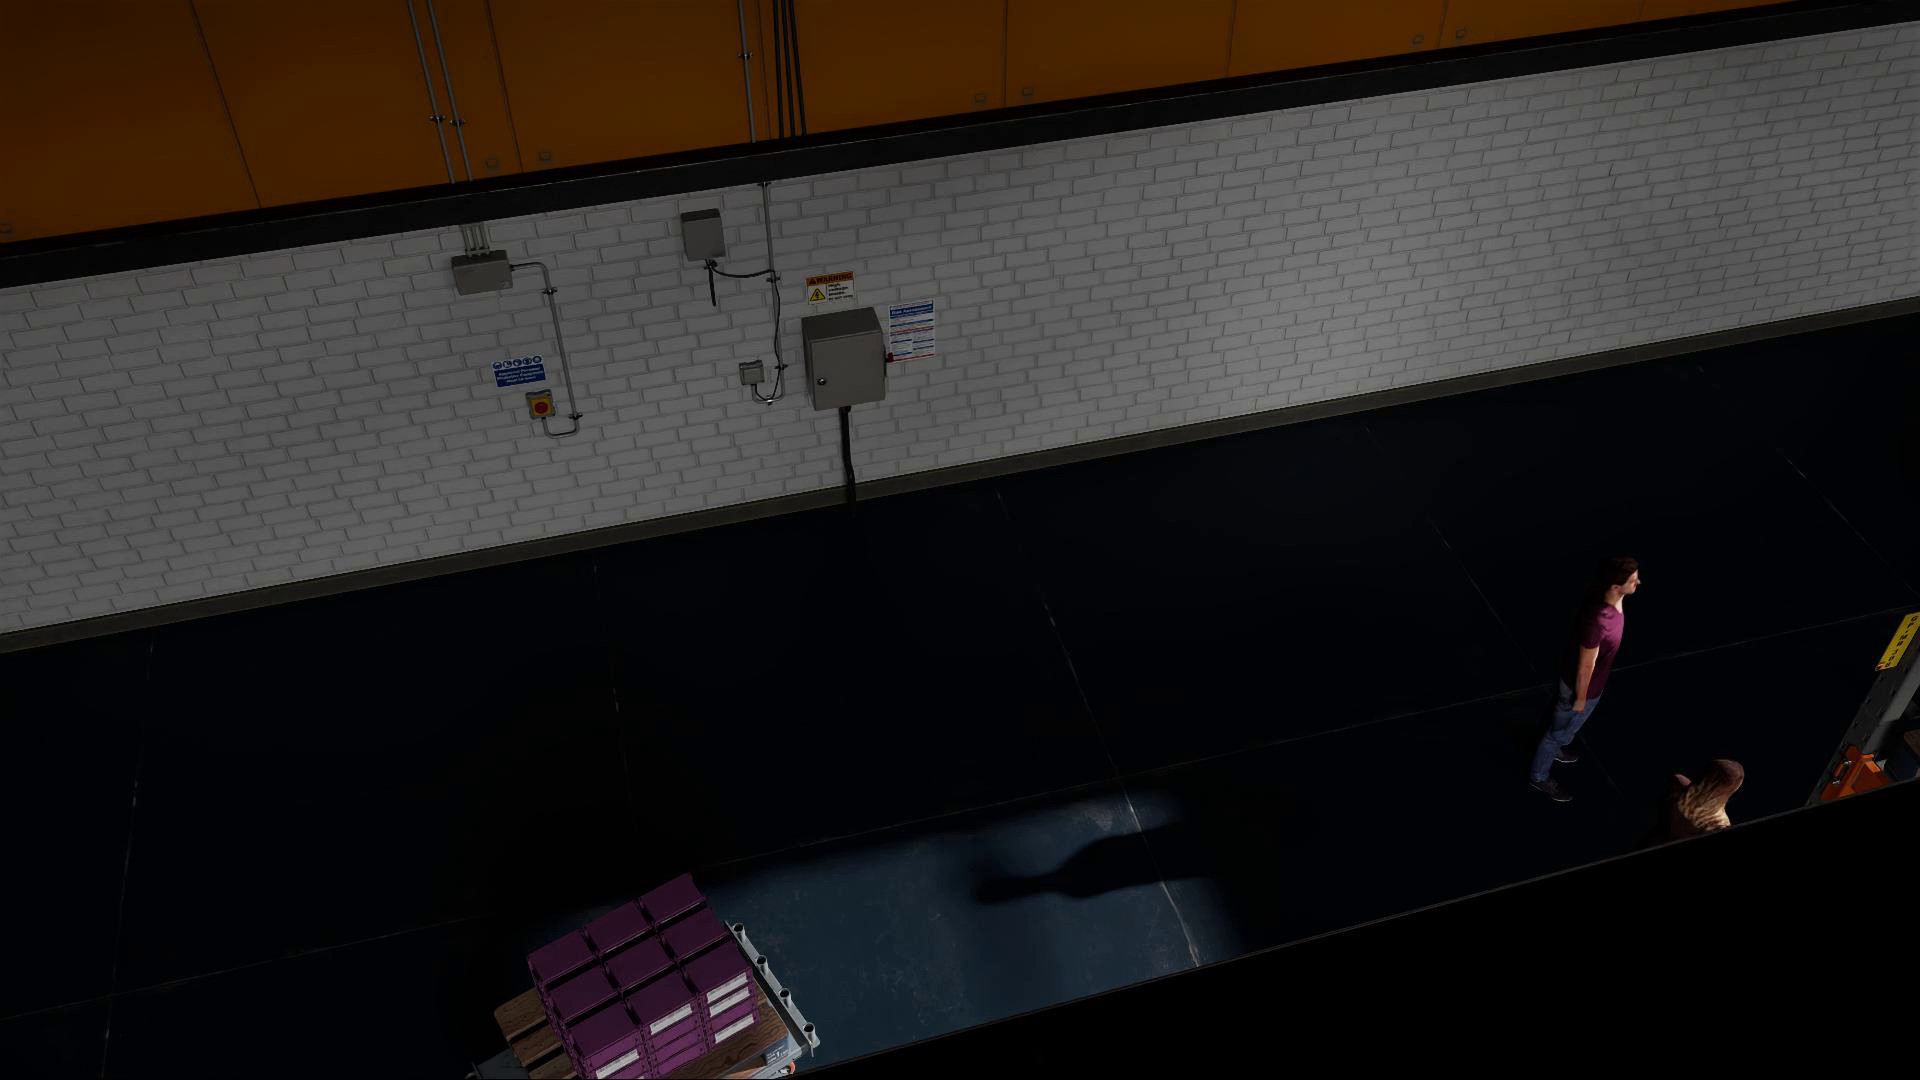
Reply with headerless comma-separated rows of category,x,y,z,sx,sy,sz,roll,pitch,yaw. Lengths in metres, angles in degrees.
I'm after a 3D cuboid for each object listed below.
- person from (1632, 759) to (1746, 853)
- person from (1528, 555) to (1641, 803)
person,3.761,1.796,9.007,0.914,1.648,1.123,-24,49,-23
person,3.718,0.781,9.920,0.802,1.859,0.710,16,46,16
